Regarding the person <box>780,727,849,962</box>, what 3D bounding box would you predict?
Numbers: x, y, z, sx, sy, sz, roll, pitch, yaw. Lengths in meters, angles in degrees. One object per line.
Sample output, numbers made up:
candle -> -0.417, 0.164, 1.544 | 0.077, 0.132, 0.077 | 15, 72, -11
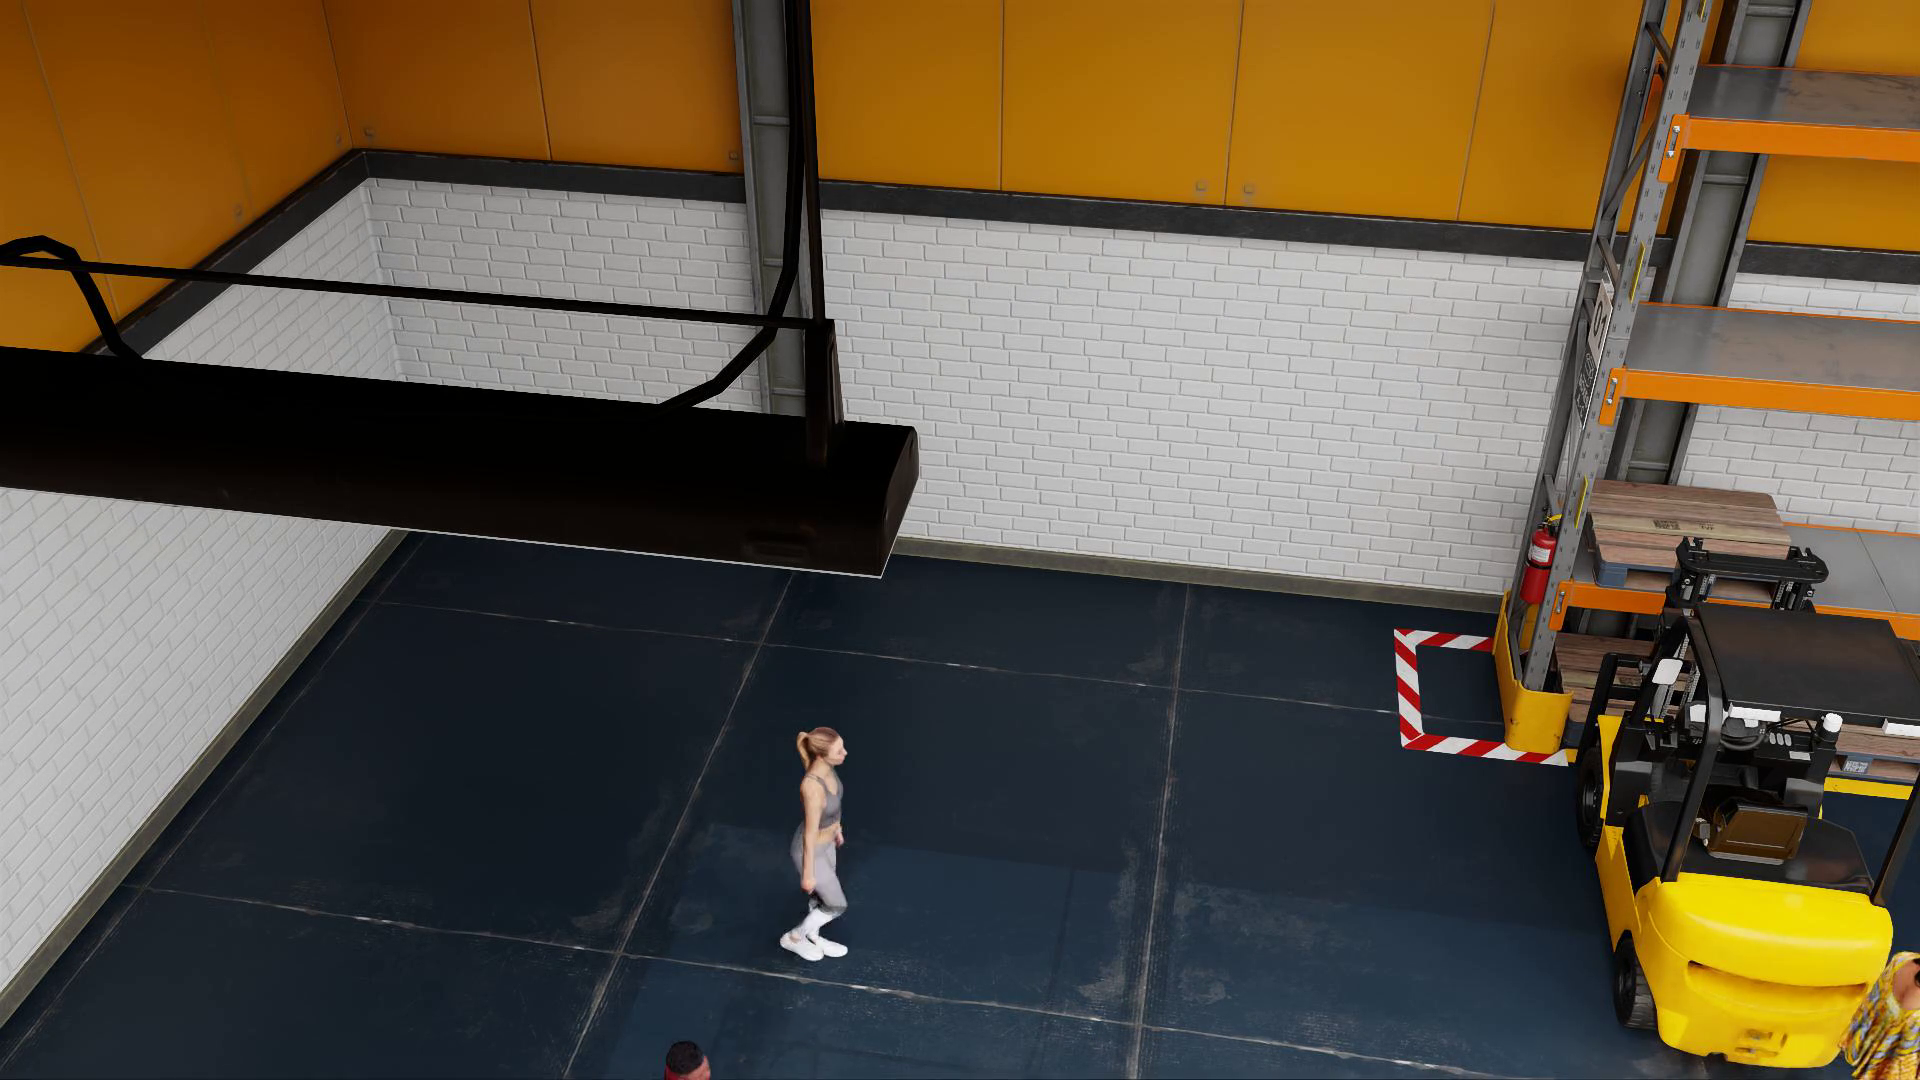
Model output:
person -> -0.862, 1.697, 9.098 | 0.637, 1.685, 0.613 | 3, 34, 5

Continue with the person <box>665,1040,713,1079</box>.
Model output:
person -> -1.338, 2.788, 7.862 | 0.681, 1.236, 0.653 | -21, 39, -29
